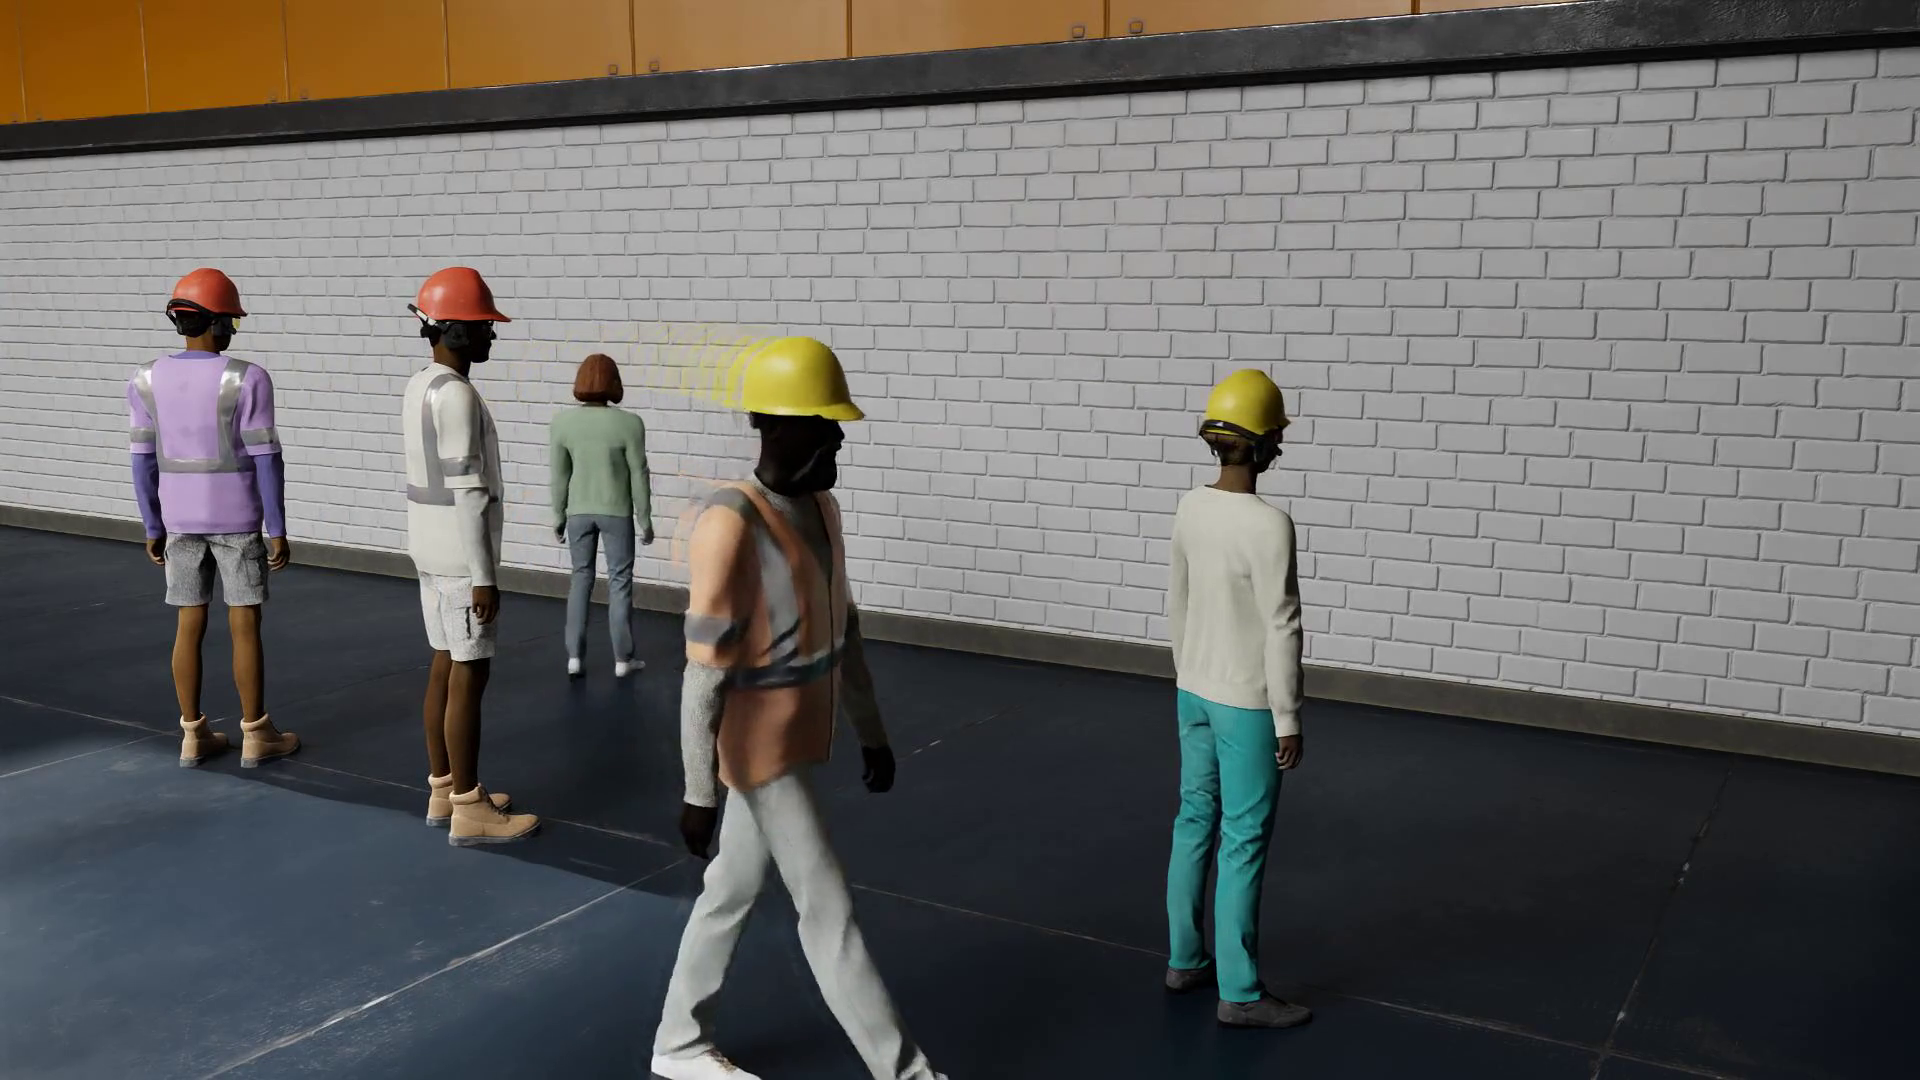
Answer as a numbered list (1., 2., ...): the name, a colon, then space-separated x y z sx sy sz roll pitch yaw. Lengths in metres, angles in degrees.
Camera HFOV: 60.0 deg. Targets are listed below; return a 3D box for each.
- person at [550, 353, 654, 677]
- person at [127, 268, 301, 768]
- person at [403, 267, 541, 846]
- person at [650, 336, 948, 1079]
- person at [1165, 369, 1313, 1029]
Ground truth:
1. person: -1.783 -0.114 8.316 0.505 1.634 0.315 2 9 11
2. person: -3.049 -0.084 6.837 0.615 2.041 0.391 1 9 5
3. person: -1.761 0.061 5.936 0.374 2.043 0.611 -6 11 -31
4. person: -0.350 0.468 3.899 0.974 1.871 0.613 3 9 17
5. person: 0.754 0.427 4.501 0.298 1.772 0.533 -4 10 -24
